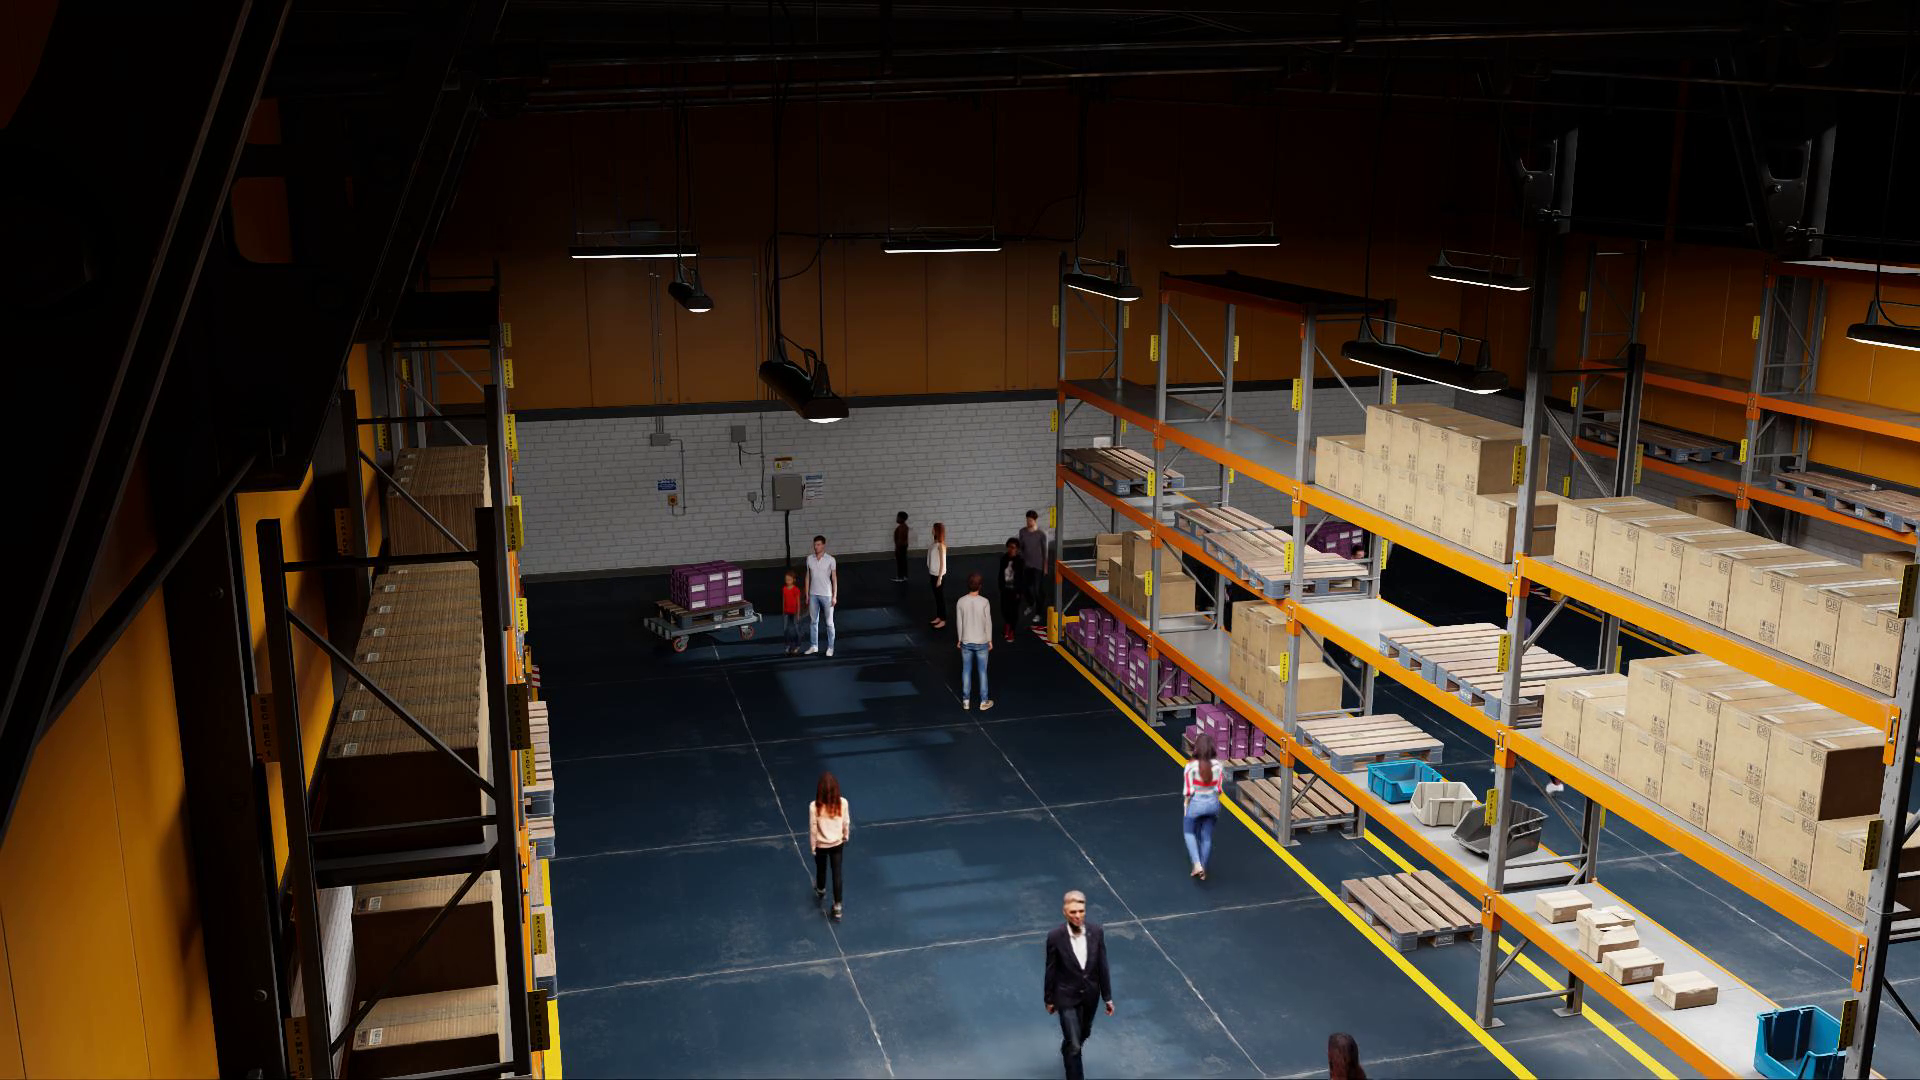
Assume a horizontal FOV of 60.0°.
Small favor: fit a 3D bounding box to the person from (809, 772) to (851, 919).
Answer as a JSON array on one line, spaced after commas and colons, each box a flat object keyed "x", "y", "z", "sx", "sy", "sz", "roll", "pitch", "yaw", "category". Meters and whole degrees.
[{"x": -1.295, "y": 3.071, "z": 16.665, "sx": 0.611, "sy": 1.444, "sz": 0.964, "roll": -4, "pitch": 14, "yaw": -17, "category": "person"}]

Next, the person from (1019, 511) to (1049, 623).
[{"x": 1.235, "y": 0.395, "z": 26.892, "sx": 0.856, "sy": 1.833, "sz": 0.912, "roll": 7, "pitch": 15, "yaw": 26, "category": "person"}]

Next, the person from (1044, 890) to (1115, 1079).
[{"x": 0.945, "y": 3.655, "z": 13.529, "sx": 0.672, "sy": 1.786, "sz": 1.134, "roll": -4, "pitch": 14, "yaw": -15, "category": "person"}]

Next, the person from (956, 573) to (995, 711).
[{"x": 0.201, "y": 1.379, "z": 22.673, "sx": 0.754, "sy": 1.905, "sz": 0.754, "roll": 3, "pitch": 14, "yaw": 14, "category": "person"}]

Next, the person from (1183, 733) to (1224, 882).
[{"x": 2.556, "y": 2.820, "z": 17.365, "sx": 0.640, "sy": 1.604, "sz": 0.686, "roll": -2, "pitch": 14, "yaw": -7, "category": "person"}]

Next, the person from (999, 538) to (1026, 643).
[{"x": 0.835, "y": 0.752, "z": 25.791, "sx": 0.715, "sy": 1.658, "sz": 0.761, "roll": 5, "pitch": 15, "yaw": 20, "category": "person"}]

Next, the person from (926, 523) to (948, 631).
[{"x": -0.340, "y": 0.559, "z": 26.452, "sx": 0.632, "sy": 1.722, "sz": 0.425, "roll": -4, "pitch": 14, "yaw": -14, "category": "person"}]

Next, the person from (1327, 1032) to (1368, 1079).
[{"x": 2.748, "y": 4.233, "z": 11.551, "sx": 1.173, "sy": 1.594, "sz": 1.011, "roll": 9, "pitch": 17, "yaw": 34, "category": "person"}]

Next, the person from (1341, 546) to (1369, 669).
[{"x": 5.769, "y": 0.963, "z": 24.532, "sx": 0.837, "sy": 1.840, "sz": 0.899, "roll": -9, "pitch": 16, "yaw": -32, "category": "person"}]

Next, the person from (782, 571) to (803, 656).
[{"x": -2.505, "y": 1.083, "z": 25.184, "sx": 0.605, "sy": 1.299, "sz": 0.661, "roll": 5, "pitch": 14, "yaw": 20, "category": "person"}]

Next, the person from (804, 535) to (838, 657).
[{"x": -2.090, "y": 0.829, "z": 25.065, "sx": 0.732, "sy": 1.850, "sz": 0.743, "roll": 4, "pitch": 14, "yaw": 17, "category": "person"}]

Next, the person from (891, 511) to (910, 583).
[{"x": -1.007, "y": 0.102, "z": 29.332, "sx": 0.672, "sy": 1.254, "sz": 0.596, "roll": 5, "pitch": 15, "yaw": 21, "category": "person"}]
